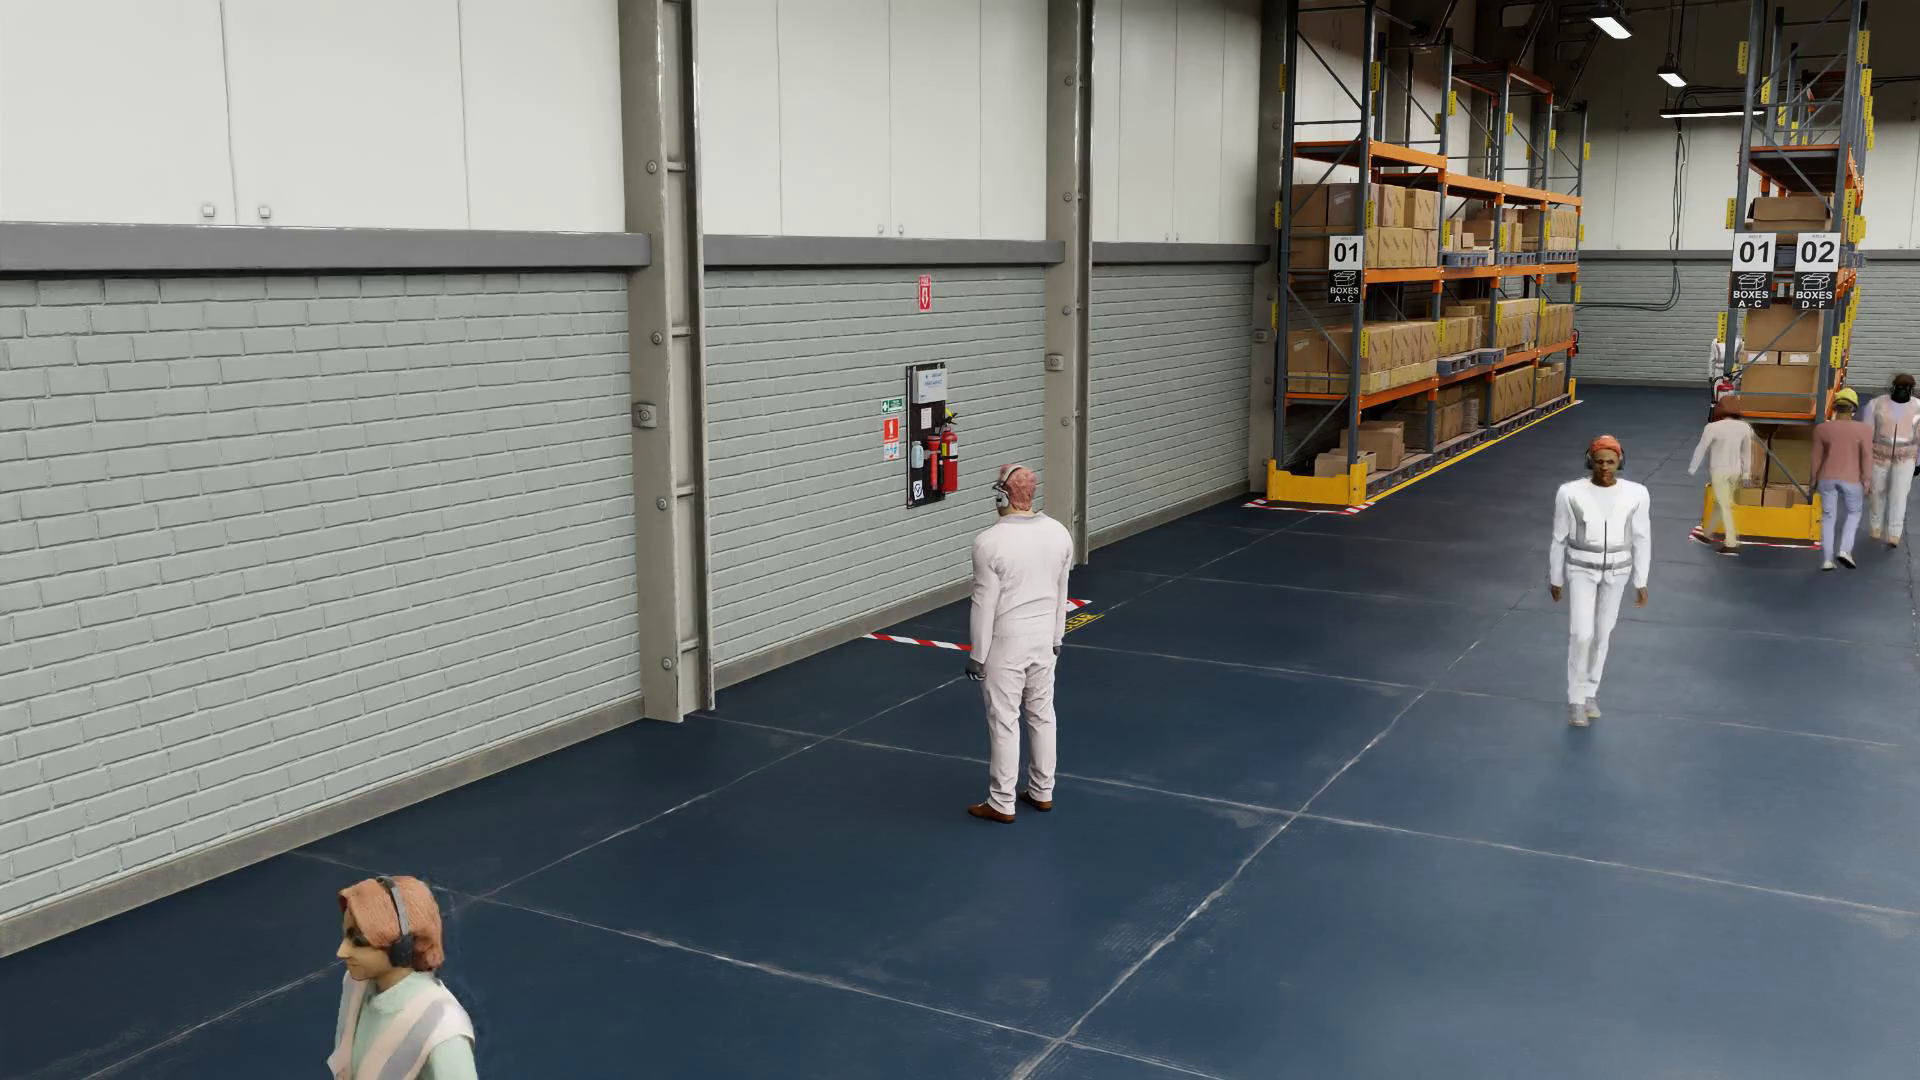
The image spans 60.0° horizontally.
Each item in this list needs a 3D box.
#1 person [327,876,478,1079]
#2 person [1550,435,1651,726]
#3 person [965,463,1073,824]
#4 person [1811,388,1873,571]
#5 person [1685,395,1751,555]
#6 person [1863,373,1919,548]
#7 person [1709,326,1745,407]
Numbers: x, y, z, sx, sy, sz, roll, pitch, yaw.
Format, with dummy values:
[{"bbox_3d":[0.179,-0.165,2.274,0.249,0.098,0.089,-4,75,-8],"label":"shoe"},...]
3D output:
[{"bbox_3d":[-1.243,1.533,3.945,0.825,1.602,0.510,-7,12,-37],"label":"person"},{"bbox_3d":[4.099,0.267,10.628,0.572,1.857,0.736,1,10,8],"label":"person"},{"bbox_3d":[0.287,0.544,8.836,0.642,1.913,0.409,-8,12,-39],"label":"person"},{"bbox_3d":[8.383,-0.566,15.826,0.547,1.736,0.409,8,13,40],"label":"person"},{"bbox_3d":[7.698,-0.675,16.907,0.516,1.588,0.845,-3,10,-15],"label":"person"},{"bbox_3d":[9.722,-0.846,17.342,0.633,1.804,0.953,5,11,28],"label":"person"},{"bbox_3d":[13.441,-2.905,29.147,0.596,1.868,0.412,5,11,26],"label":"person"}]
